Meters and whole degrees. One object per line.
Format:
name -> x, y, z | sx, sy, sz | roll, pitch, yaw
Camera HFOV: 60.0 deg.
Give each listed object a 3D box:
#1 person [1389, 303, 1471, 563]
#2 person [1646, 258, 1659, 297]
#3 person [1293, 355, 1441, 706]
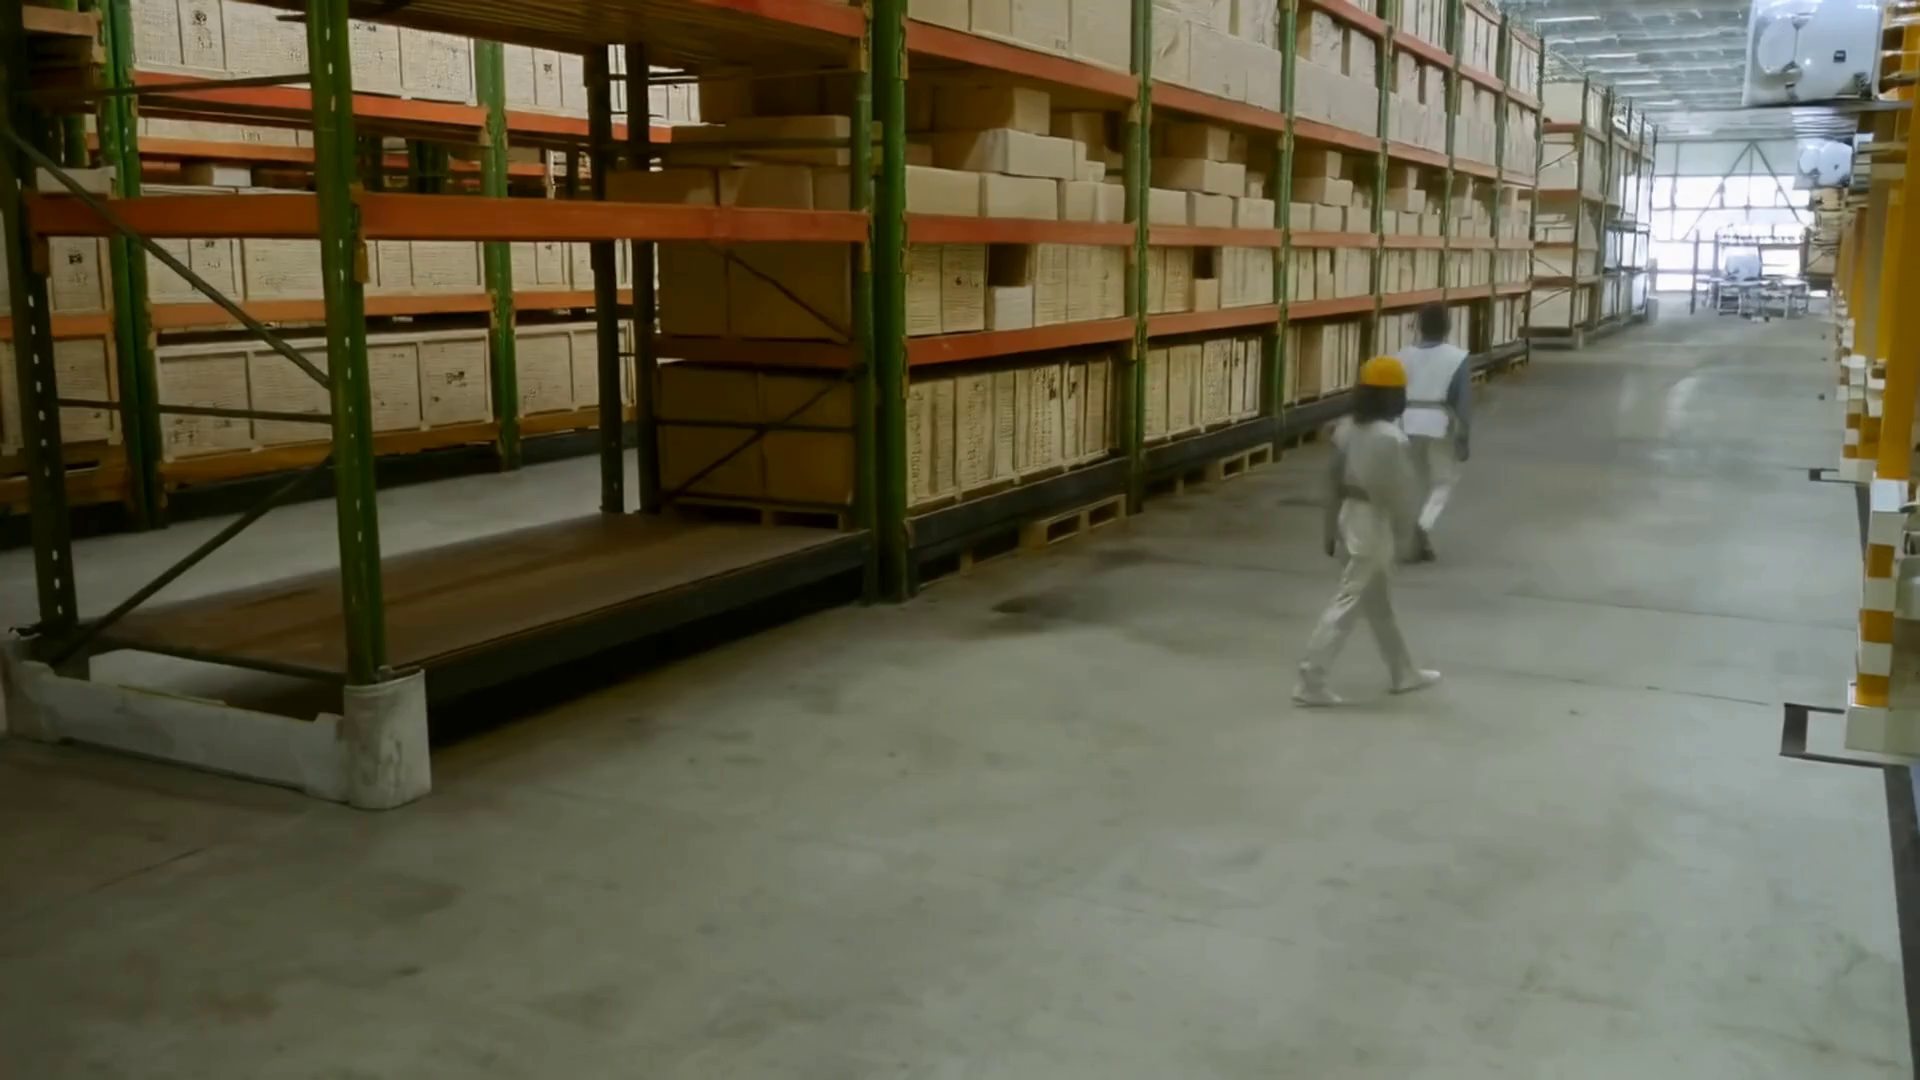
person -> 3.245, -0.722, 11.551 | 0.580, 1.833, 0.605 | 8, 12, 37
person -> 33.947, -12.862, 81.608 | 0.761, 1.917, 0.637 | 8, 12, 38
person -> 1.993, -0.045, 8.038 | 0.919, 1.691, 0.504 | -4, 11, -22
